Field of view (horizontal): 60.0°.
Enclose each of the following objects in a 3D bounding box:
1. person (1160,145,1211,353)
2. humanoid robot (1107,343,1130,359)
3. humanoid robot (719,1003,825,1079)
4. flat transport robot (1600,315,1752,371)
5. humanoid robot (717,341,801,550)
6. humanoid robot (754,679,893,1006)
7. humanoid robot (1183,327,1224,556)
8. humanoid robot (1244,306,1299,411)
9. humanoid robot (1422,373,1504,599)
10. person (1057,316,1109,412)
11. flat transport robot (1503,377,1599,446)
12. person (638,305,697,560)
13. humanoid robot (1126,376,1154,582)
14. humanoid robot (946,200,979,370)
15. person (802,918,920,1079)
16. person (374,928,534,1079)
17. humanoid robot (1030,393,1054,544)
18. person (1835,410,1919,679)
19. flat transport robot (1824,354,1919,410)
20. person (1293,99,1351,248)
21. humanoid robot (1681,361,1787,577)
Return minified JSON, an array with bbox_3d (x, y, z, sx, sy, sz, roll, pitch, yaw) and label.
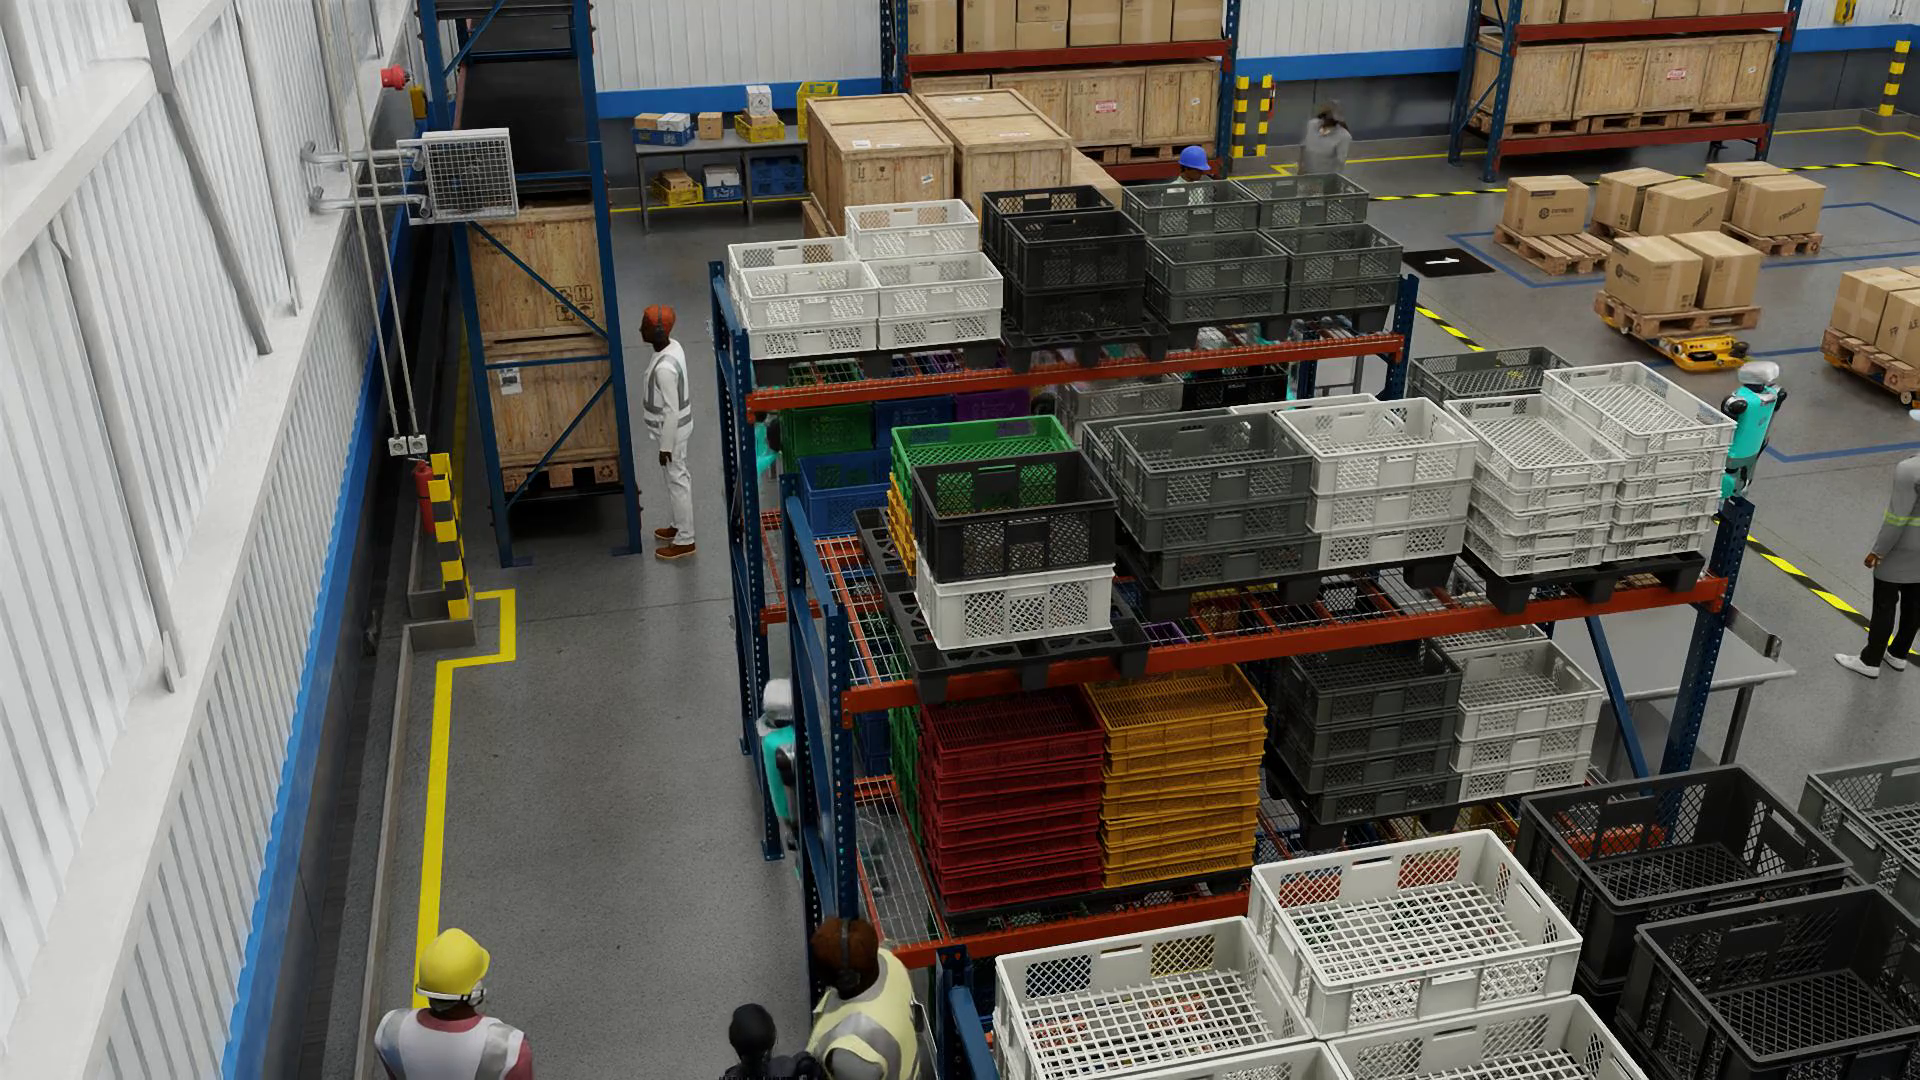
[{"bbox_3d":[2.054,-2.674,15.335,0.411,1.939,0.602,20,34,33],"label":"person"},{"bbox_3d":[1.259,-1.941,14.163,0.700,1.807,0.558,11,30,20],"label":"humanoid robot"},{"bbox_3d":[-0.722,2.363,6.056,0.610,1.648,0.482,-15,31,-27],"label":"humanoid robot"},{"bbox_3d":[6.771,-1.976,15.765,0.652,0.197,1.431,-6,28,-12],"label":"flat transport robot"},{"bbox_3d":[-1.490,-0.717,11.873,0.811,1.801,0.531,-15,31,-27],"label":"humanoid robot"},{"bbox_3d":[-0.552,1.425,7.810,0.751,1.815,0.543,-7,29,-13],"label":"humanoid robot"},{"bbox_3d":[1.849,-0.616,11.680,0.663,1.837,0.531,3,28,6],"label":"humanoid robot"},{"bbox_3d":[2.499,-1.168,12.727,0.530,1.835,0.663,-20,34,-33],"label":"humanoid robot"},{"bbox_3d":[3.456,-0.335,11.167,0.600,1.643,0.382,-2,28,-4],"label":"humanoid robot"},{"bbox_3d":[0.939,-1.123,12.291,0.443,2.026,0.631,-16,32,-28],"label":"person"},{"bbox_3d":[4.780,-1.036,14.013,0.659,0.231,1.431,-6,28,-12],"label":"flat transport robot"},{"bbox_3d":[-2.067,-0.769,11.773,0.356,1.884,0.574,-4,28,-7],"label":"person"},{"bbox_3d":[1.224,-0.478,11.438,0.590,1.641,0.368,-23,36,-37],"label":"humanoid robot"},{"bbox_3d":[0.015,-2.233,14.804,0.507,1.644,0.600,9,29,16],"label":"humanoid robot"},{"bbox_3d":[-0.374,2.157,6.283,0.432,1.835,0.633,5,28,9],"label":"person"},{"bbox_3d":[-1.800,2.206,6.199,0.584,1.824,0.405,4,28,8],"label":"person"},{"bbox_3d":[0.501,-0.210,10.928,0.479,1.641,0.609,-1,28,-2],"label":"humanoid robot"},{"bbox_3d":[5.897,-0.001,10.348,0.597,1.852,0.373,-10,29,-18],"label":"person"},{"bbox_3d":[8.473,-1.467,14.800,0.652,0.197,1.431,-6,28,-12],"label":"flat transport robot"},{"bbox_3d":[3.833,-3.918,17.914,0.362,1.727,0.706,-24,36,-38],"label":"person"},{"bbox_3d":[5.020,-0.483,11.240,0.533,1.681,0.735,-15,31,-26],"label":"humanoid robot"}]
